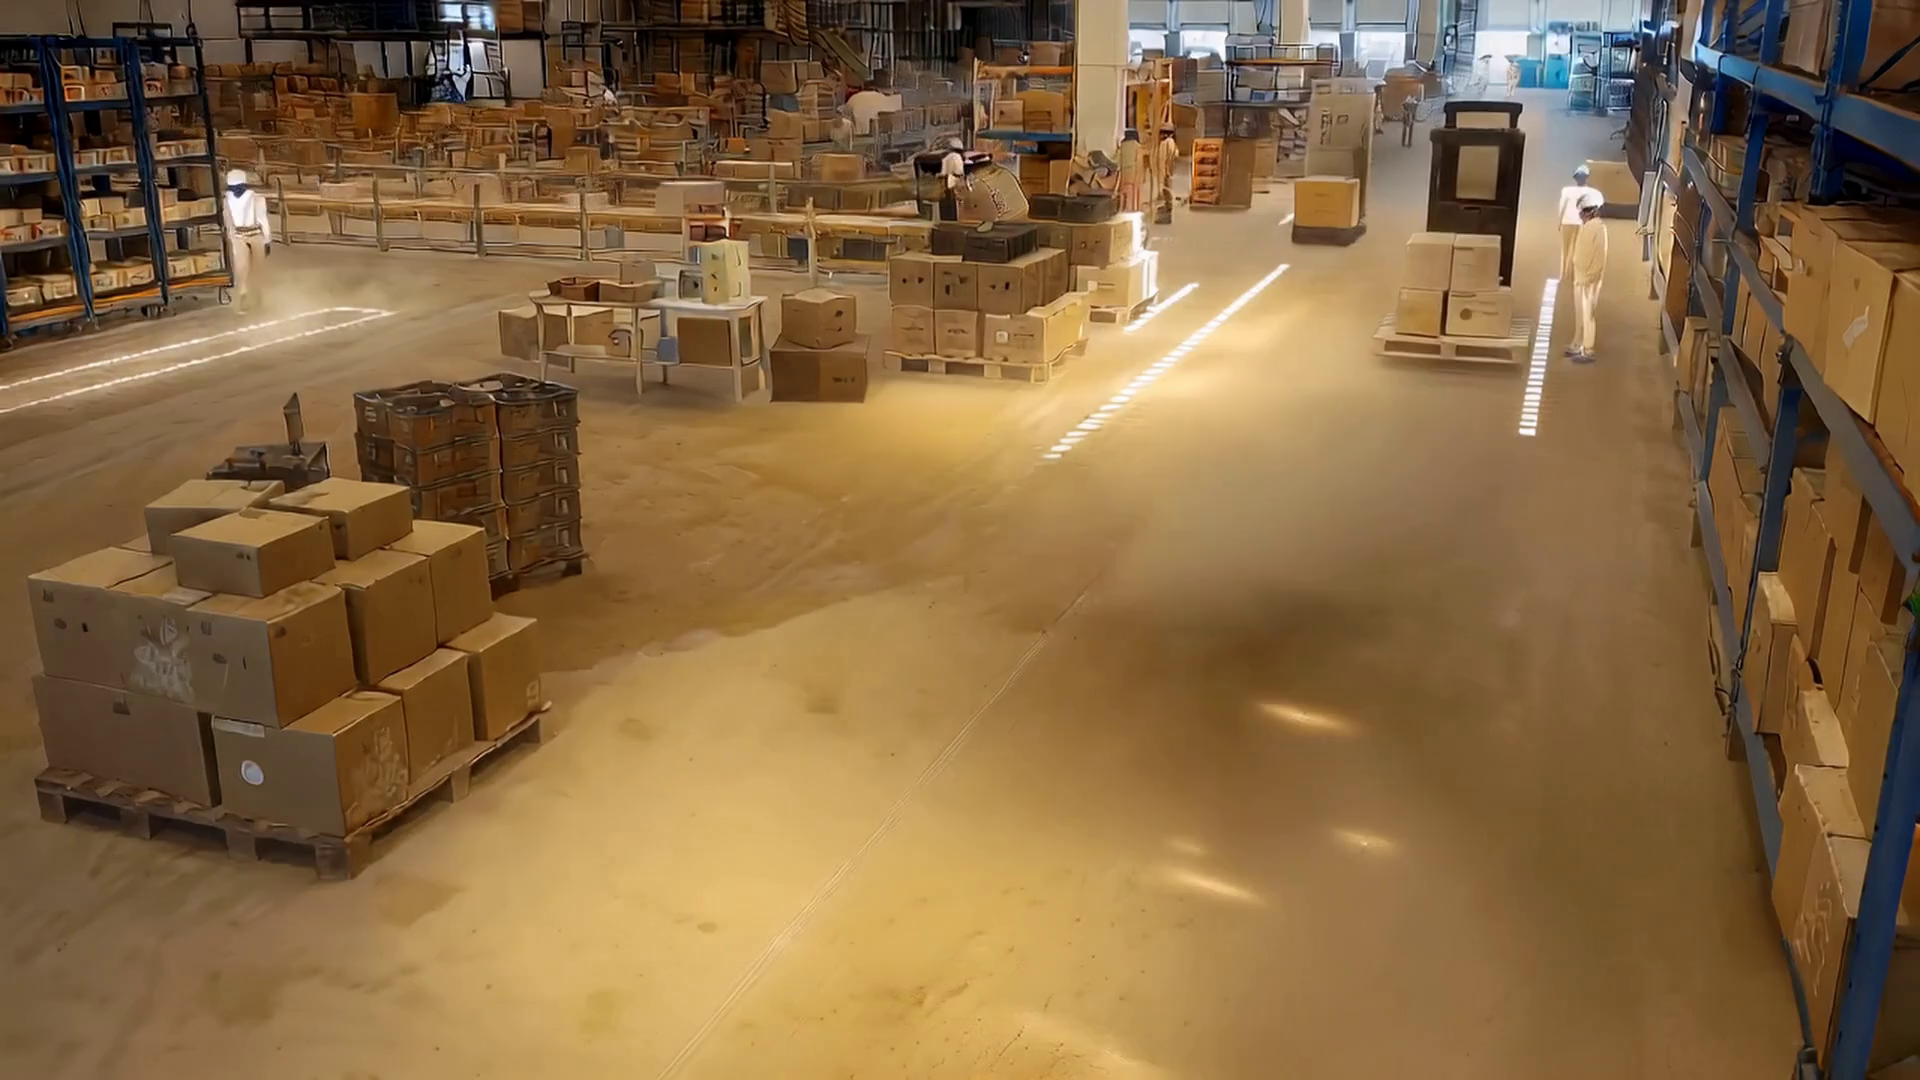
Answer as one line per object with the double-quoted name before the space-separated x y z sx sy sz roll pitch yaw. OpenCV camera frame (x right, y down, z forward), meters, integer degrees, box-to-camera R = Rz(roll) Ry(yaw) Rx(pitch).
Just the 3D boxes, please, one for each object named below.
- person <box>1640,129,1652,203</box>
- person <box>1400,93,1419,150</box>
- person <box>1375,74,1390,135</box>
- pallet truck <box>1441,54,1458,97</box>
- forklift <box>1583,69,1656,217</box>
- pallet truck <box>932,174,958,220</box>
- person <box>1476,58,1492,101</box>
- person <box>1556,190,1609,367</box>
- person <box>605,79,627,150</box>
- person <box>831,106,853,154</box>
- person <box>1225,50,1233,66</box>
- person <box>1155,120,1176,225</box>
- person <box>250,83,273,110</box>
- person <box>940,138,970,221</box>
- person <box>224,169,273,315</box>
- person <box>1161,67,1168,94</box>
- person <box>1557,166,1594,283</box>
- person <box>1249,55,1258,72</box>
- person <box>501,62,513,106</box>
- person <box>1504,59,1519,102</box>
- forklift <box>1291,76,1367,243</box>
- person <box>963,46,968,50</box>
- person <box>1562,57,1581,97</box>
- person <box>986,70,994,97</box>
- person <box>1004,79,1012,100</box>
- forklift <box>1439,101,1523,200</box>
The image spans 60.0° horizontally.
"person" 13.968 -7.557 33.948 0.641 1.608 0.521 8 19 25
"person" 13.200 -12.313 48.881 0.503 1.623 0.434 2 18 6
"person" 13.863 -14.265 54.513 0.377 1.932 0.552 10 20 28
"pallet truck" 22.765 -21.886 78.355 0.823 1.965 1.885 -4 18 -14
"forklift" 13.219 -7.740 32.475 1.873 2.768 1.129 6 19 18
"pallet truck" -0.507 -5.292 27.348 0.653 1.274 1.630 6 19 19
"person" 23.512 -20.587 74.421 0.771 1.906 0.695 -10 20 -29
"person" 7.123 -2.975 18.939 0.396 1.992 0.623 -1 18 -2
"person" -9.949 -12.351 48.374 0.621 2.007 0.843 -16 24 -41
"person" -2.734 -9.262 39.021 0.604 1.807 0.812 9 20 27
"person" 14.683 -25.884 90.938 0.392 1.986 0.610 4 18 13
"person" 3.900 -6.969 31.580 0.362 1.939 0.542 5 18 15
"person" -20.580 -12.571 49.270 0.647 1.882 0.660 9 20 27
"person" -0.064 -6.429 30.236 0.894 1.705 0.638 12 21 33
"person" -9.511 -3.977 22.217 0.636 1.913 0.797 0 18 -1
"person" 7.638 -16.781 62.399 0.459 1.942 0.632 8 19 24
"person" 9.158 -4.693 24.769 0.580 1.731 0.580 11 21 31
"person" 14.839 -23.523 83.846 0.972 1.799 0.630 9 20 26
"person" -19.436 -19.526 71.187 0.332 1.844 0.508 10 20 30
"person" 24.592 -20.496 74.178 0.576 1.882 0.355 -2 18 -8
"forklift" 6.598 -6.755 29.381 1.129 2.768 1.873 6 19 19
"person" 0.291 -28.492 99.220 0.464 1.926 0.639 7 19 20
"person" 28.843 -21.741 78.113 0.634 1.880 0.670 -1 18 -3
"person" 1.282 -17.261 63.977 0.598 1.895 0.640 7 19 21
"person" 1.691 -15.814 59.375 0.360 1.936 0.552 6 19 18
"forklift" 6.576 -4.179 21.287 1.129 2.768 1.873 6 19 19
